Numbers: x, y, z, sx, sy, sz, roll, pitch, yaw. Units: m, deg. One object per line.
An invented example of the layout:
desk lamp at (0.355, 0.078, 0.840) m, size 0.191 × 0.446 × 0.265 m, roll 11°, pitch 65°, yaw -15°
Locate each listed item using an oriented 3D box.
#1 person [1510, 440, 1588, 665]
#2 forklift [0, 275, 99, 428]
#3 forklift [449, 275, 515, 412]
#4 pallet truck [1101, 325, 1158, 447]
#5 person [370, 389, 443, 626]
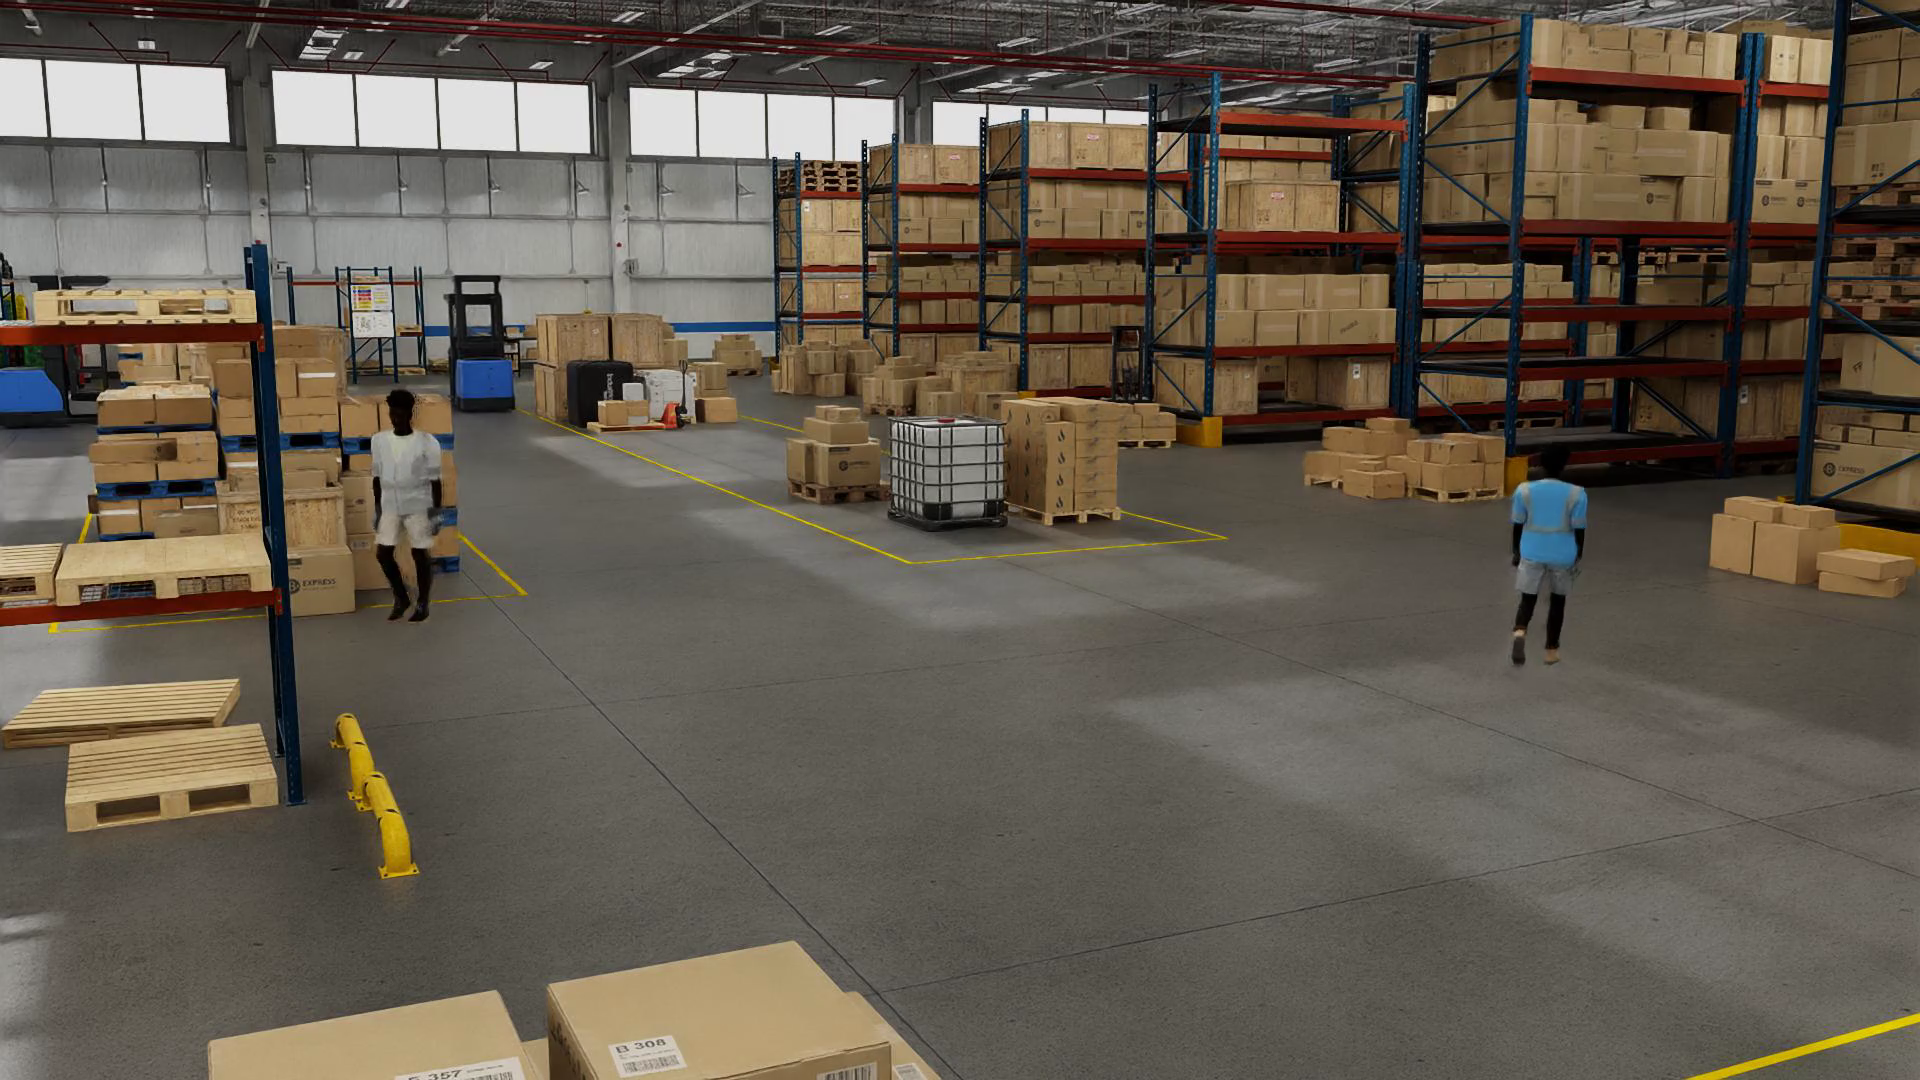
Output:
person at (4.255, 0.119, 12.081) m, size 0.541 × 1.677 × 0.627 m, roll 5°, pitch 10°, yaw 29°
forklift at (-17.011, -3.559, 31.168) m, size 1.873 × 2.768 × 1.129 m, roll -4°, pitch 10°, yaw -25°
forklift at (-10.028, -4.131, 34.716) m, size 1.129 × 2.768 × 1.873 m, roll -4°, pitch 10°, yaw -25°
pallet truck at (2.881, -2.596, 27.923) m, size 0.823 × 1.965 × 1.885 m, roll -1°, pitch 9°, yaw -7°
person at (-4.508, -0.253, 13.527) m, size 0.629 × 1.947 × 0.522 m, roll 1°, pitch 9°, yaw 8°
